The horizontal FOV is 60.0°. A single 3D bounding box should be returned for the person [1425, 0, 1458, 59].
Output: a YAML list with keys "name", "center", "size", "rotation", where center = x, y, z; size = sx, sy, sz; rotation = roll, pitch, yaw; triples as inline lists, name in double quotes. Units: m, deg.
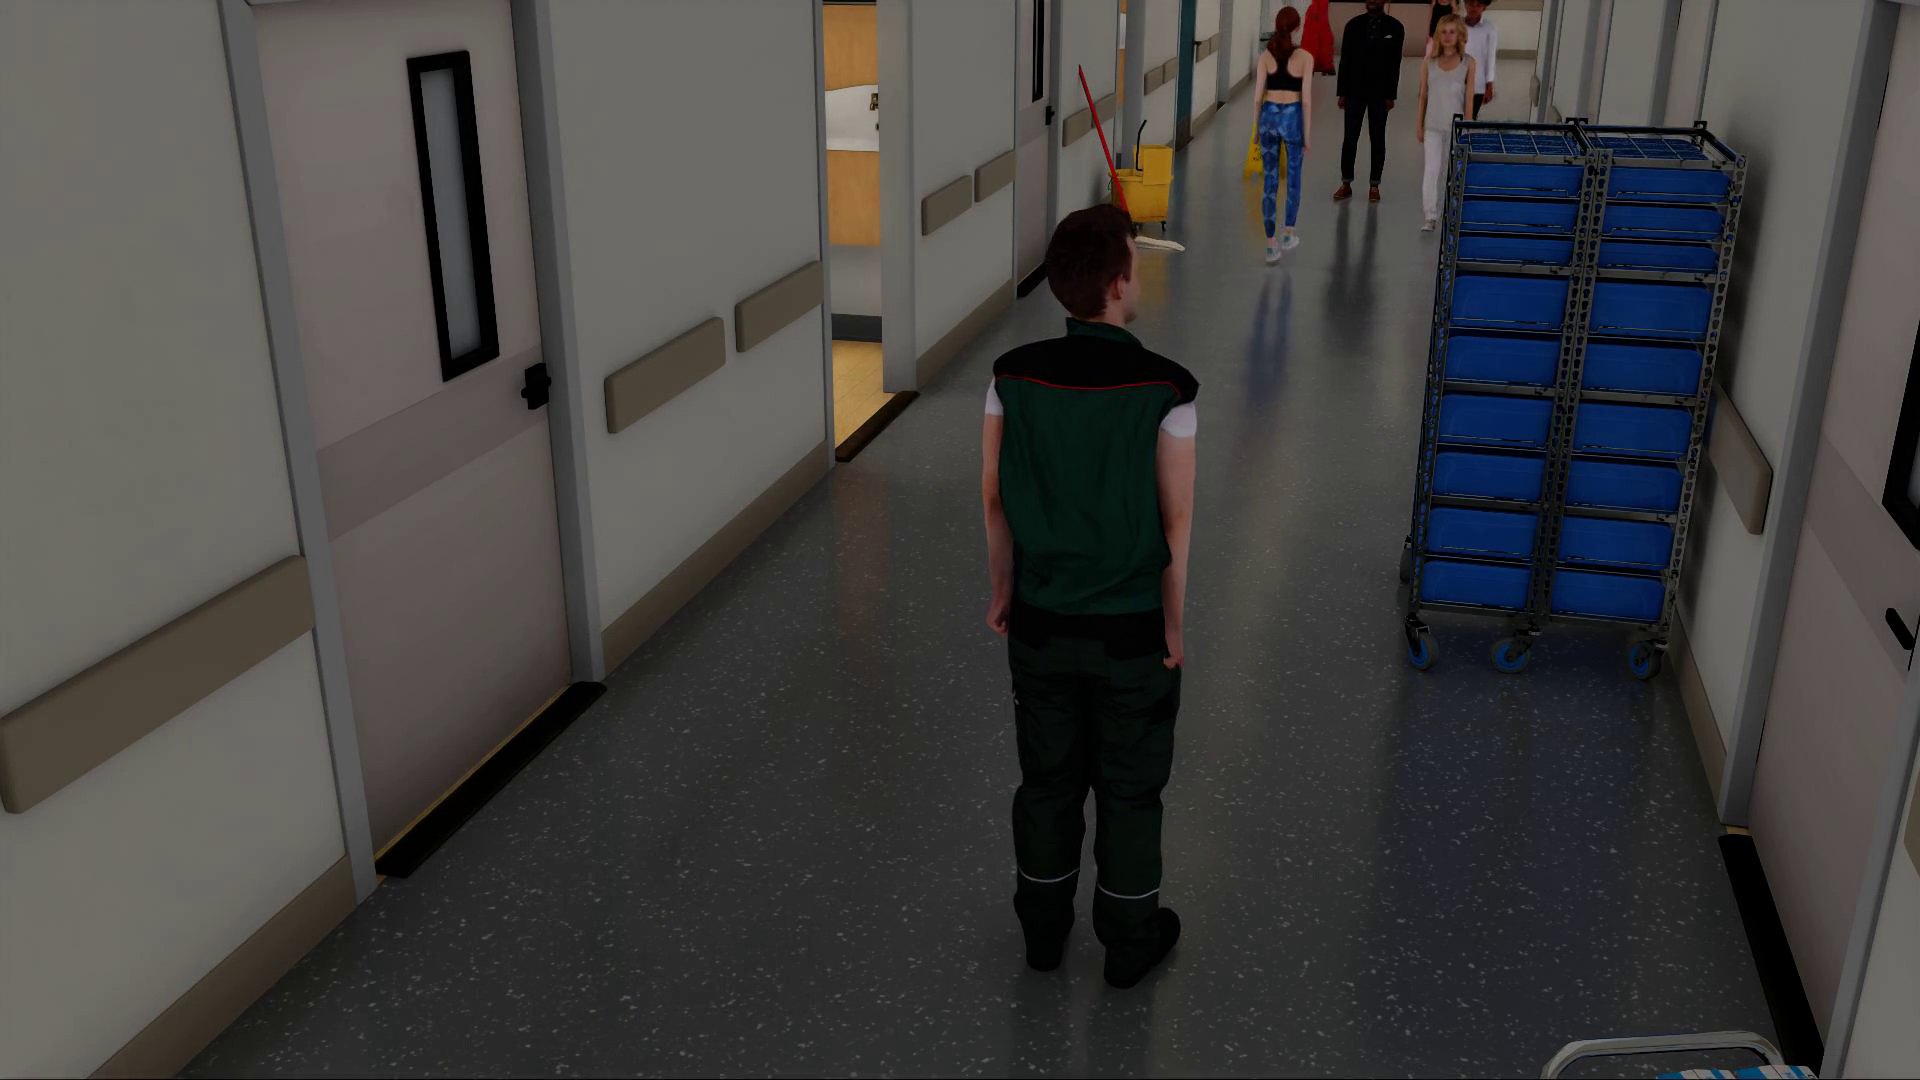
- name: "person"
  center: [6.485, -6.762, 22.472]
  size: [0.570, 1.555, 0.690]
  rotation: [7, 22, 19]

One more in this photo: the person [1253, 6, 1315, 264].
- name: "person"
  center: [2.284, -2.866, 11.890]
  size: [0.631, 1.766, 0.898]
  rotation: [7, 22, 18]

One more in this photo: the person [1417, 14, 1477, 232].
- name: "person"
  center: [3.875, -3.302, 13.197]
  size: [0.654, 1.655, 0.922]
  rotation: [8, 22, 21]

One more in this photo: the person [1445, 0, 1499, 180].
- name: "person"
  center: [4.721, -4.223, 15.494]
  size: [0.829, 1.751, 1.192]
  rotation: [11, 23, 26]

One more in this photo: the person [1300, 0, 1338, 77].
- name: "person"
  center: [5.377, -7.958, 25.333]
  size: [0.936, 1.767, 0.956]
  rotation: [-16, 26, -35]

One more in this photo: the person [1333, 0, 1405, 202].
- name: "person"
  center: [3.581, -3.914, 14.582]
  size: [0.721, 1.819, 0.640]
  rotation: [9, 22, 22]

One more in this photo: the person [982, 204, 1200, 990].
- name: "person"
  center: [0.304, 0.161, 3.791]
  size: [0.659, 1.841, 0.606]
  rotation: [8, 22, 21]
